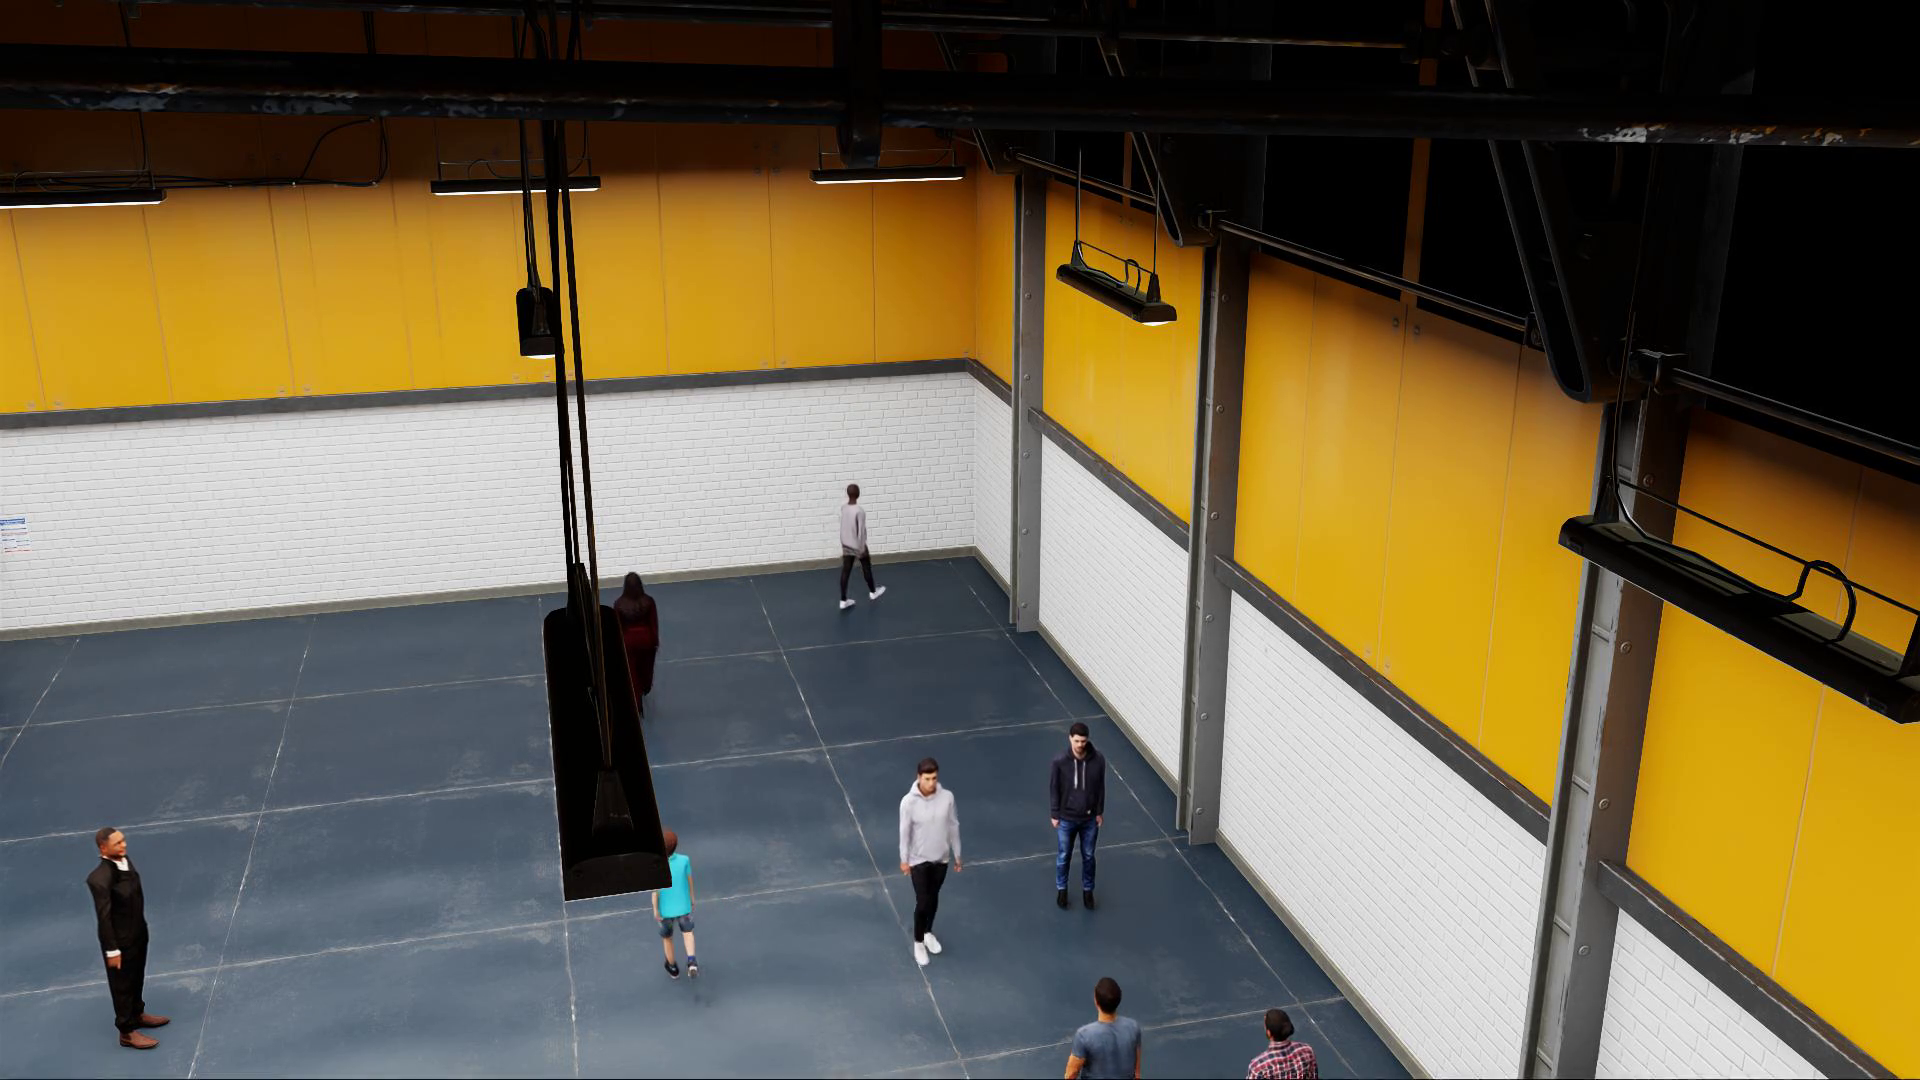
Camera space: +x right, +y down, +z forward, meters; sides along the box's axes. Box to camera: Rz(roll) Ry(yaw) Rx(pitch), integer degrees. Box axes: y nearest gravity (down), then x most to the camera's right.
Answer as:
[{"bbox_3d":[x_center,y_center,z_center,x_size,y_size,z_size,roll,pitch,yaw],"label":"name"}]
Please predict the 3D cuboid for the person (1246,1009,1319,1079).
[{"bbox_3d":[2.226,4.024,11.297,0.823,1.735,1.036,-8,20,-23],"label":"person"}]

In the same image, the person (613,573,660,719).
[{"bbox_3d":[-3.772,1.269,19.493,0.698,1.725,0.968,-6,19,-17],"label":"person"}]

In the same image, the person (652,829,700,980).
[{"bbox_3d":[-2.436,3.164,14.310,0.593,1.441,0.747,-8,20,-23],"label":"person"}]

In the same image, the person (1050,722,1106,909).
[{"bbox_3d":[1.103,2.534,15.481,0.710,1.888,0.655,-1,19,-2],"label":"person"}]

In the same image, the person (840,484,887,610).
[{"bbox_3d":[-1.529,0.110,22.903,1.047,1.745,1.046,15,24,37],"label":"person"}]

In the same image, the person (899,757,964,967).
[{"bbox_3d":[-0.320,2.764,14.756,0.757,1.914,0.764,-10,21,-27],"label":"person"}]

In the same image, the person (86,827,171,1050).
[{"bbox_3d":[-6.798,3.193,13.499,0.790,1.904,0.619,-1,19,-3],"label":"person"}]

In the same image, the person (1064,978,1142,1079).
[{"bbox_3d":[1.046,3.921,11.532,0.756,1.778,1.087,-8,20,-22],"label":"person"}]
